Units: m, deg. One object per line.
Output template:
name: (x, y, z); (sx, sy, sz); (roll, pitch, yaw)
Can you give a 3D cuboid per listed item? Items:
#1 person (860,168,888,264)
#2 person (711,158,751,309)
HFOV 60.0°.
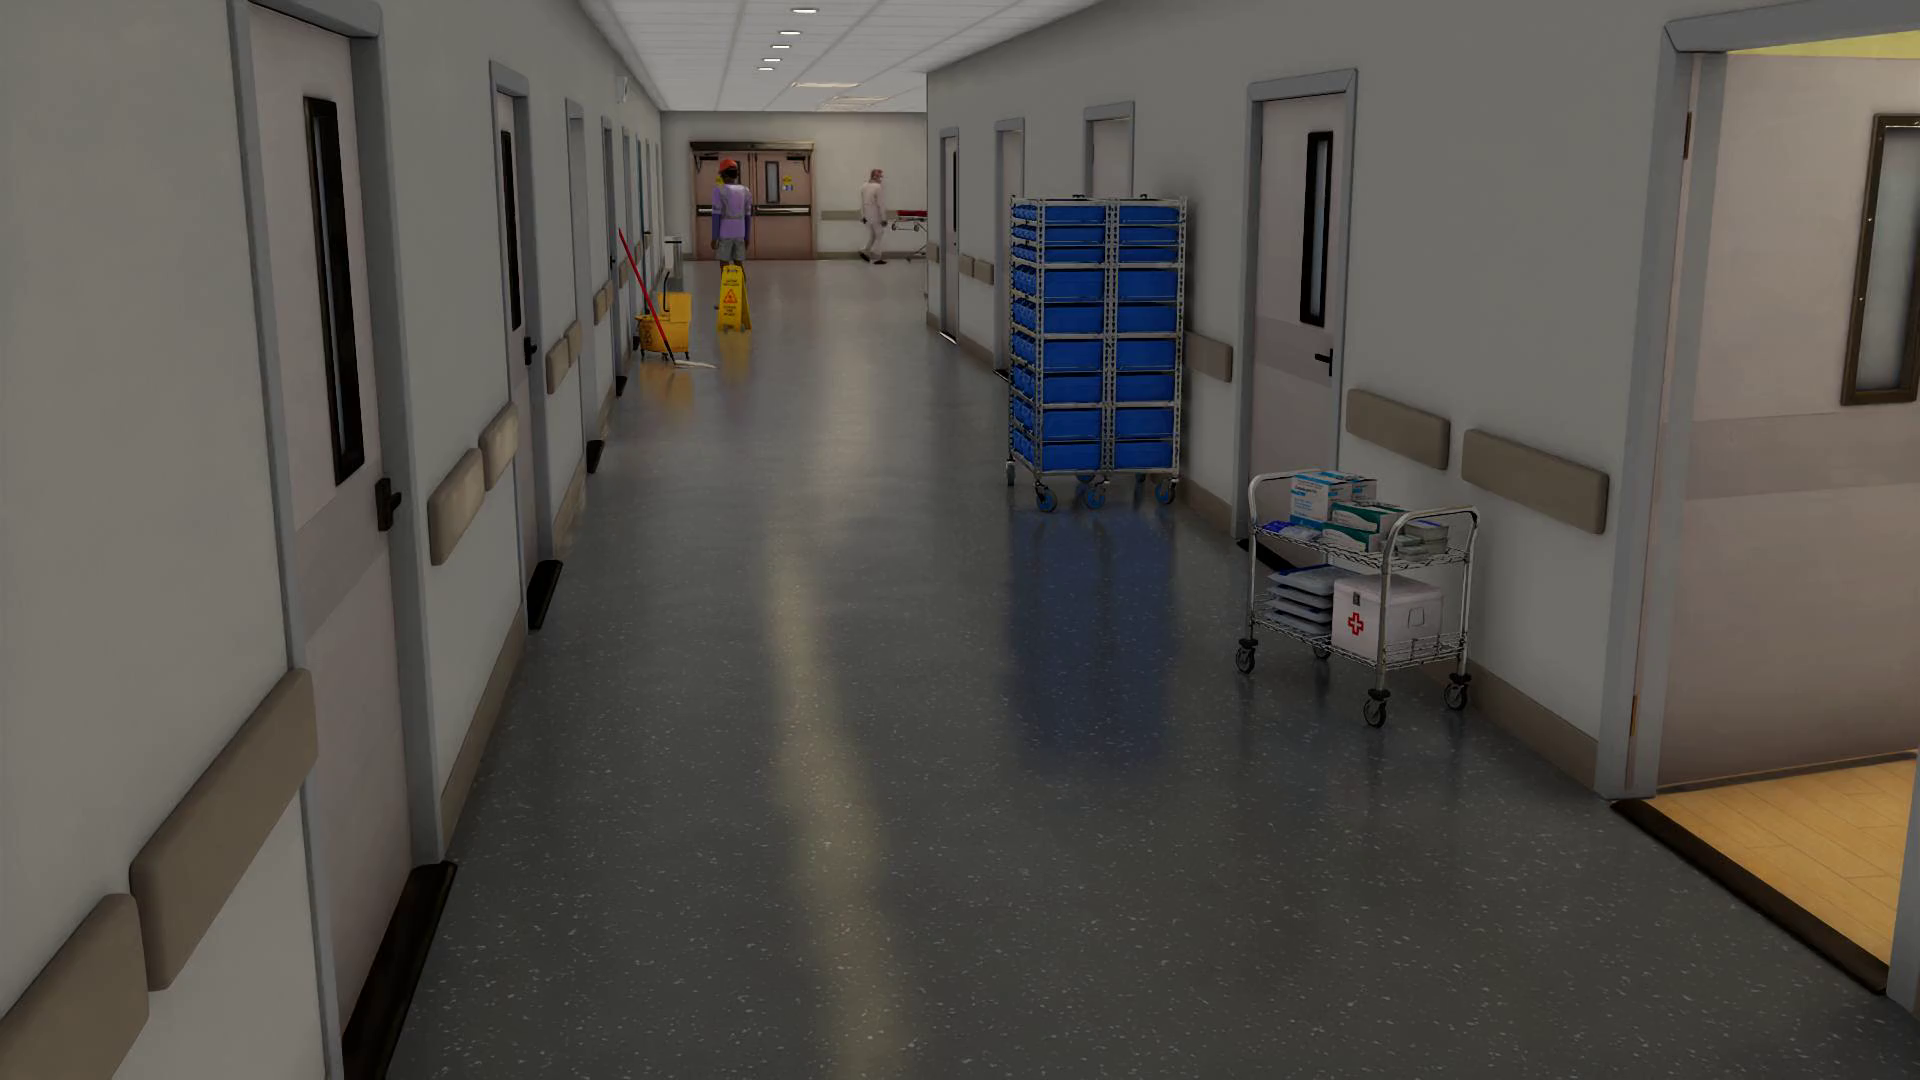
person: (-1.663, -6.404, 32.955); (0.450, 1.875, 0.676); (-10, 16, -37)
person: (-3.125, -4.149, 22.616); (0.613, 2.029, 0.407); (-12, 17, -42)
